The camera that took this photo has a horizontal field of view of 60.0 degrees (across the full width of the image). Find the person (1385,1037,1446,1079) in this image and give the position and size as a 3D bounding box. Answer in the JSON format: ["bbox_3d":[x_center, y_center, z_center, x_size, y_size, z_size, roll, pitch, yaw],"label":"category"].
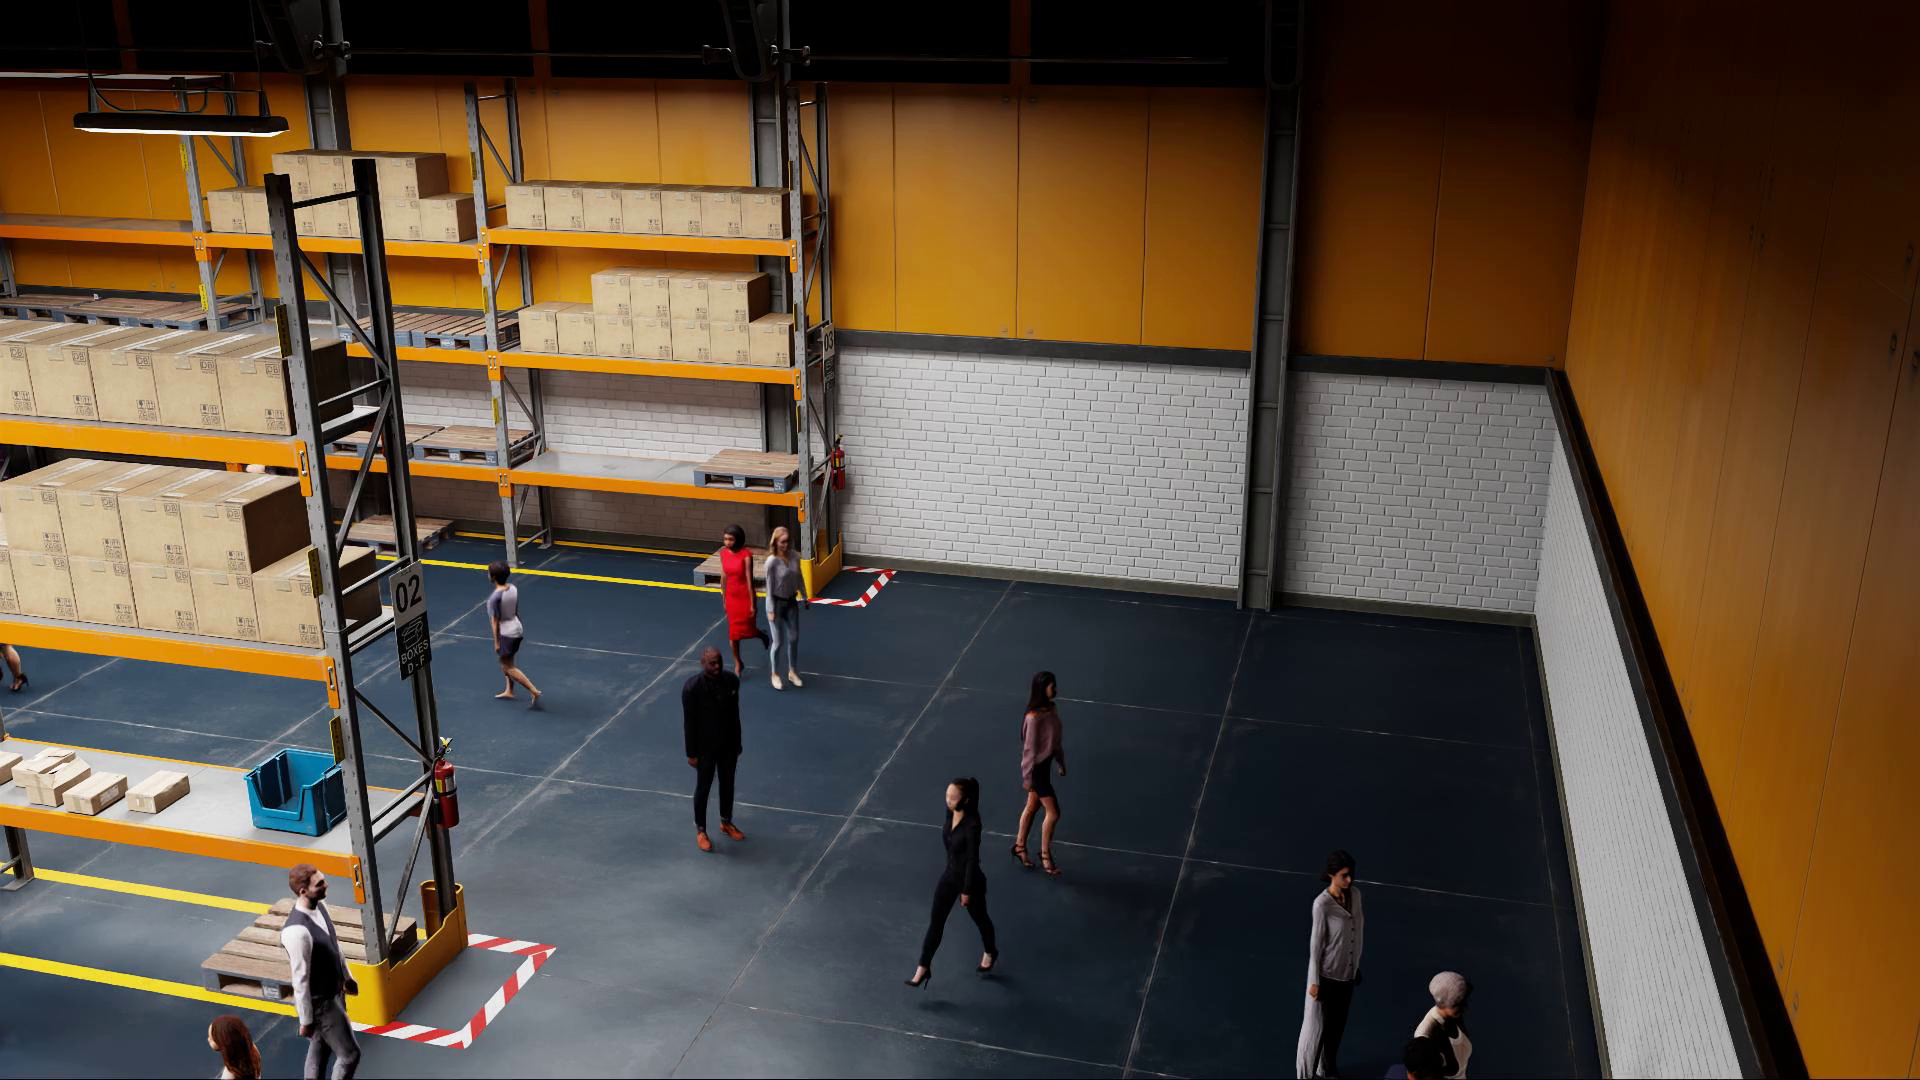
[{"bbox_3d":[2.415,3.476,9.183,0.611,1.781,0.703,0,19,-1],"label":"person"}]

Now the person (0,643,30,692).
[{"bbox_3d":[-9.937,0.789,17.292,0.839,1.698,0.783,0,19,-1],"label":"person"}]

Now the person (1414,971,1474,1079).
[{"bbox_3d":[2.769,3.319,9.754,0.650,1.715,0.700,13,22,33],"label":"person"}]

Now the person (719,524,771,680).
[{"bbox_3d":[-2.287,0.636,17.703,0.857,1.726,0.720,8,20,22],"label":"person"}]

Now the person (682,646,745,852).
[{"bbox_3d":[-2.102,1.750,14.250,0.787,1.818,0.818,-13,23,-34],"label":"person"}]

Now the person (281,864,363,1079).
[{"bbox_3d":[-4.174,2.925,10.595,0.841,1.923,0.800,-4,19,-12],"label":"person"}]

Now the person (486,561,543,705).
[{"bbox_3d":[-4.575,0.965,17.008,0.871,1.545,0.586,7,20,20],"label":"person"}]

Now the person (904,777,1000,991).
[{"bbox_3d":[0.094,2.510,12.234,1.060,1.664,1.052,-13,22,-33],"label":"person"}]

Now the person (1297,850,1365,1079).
[{"bbox_3d":[2.463,2.856,11.034,0.675,1.774,0.720,-12,22,-33],"label":"person"}]

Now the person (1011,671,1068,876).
[{"bbox_3d":[0.567,1.922,13.783,0.725,1.791,0.697,8,20,22],"label":"person"}]

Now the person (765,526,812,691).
[{"bbox_3d":[-1.879,0.702,17.422,0.736,1.779,0.727,18,25,42],"label":"person"}]

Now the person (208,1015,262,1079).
[{"bbox_3d":[-4.178,3.432,9.778,0.567,1.484,0.583,-1,19,-2],"label":"person"}]
